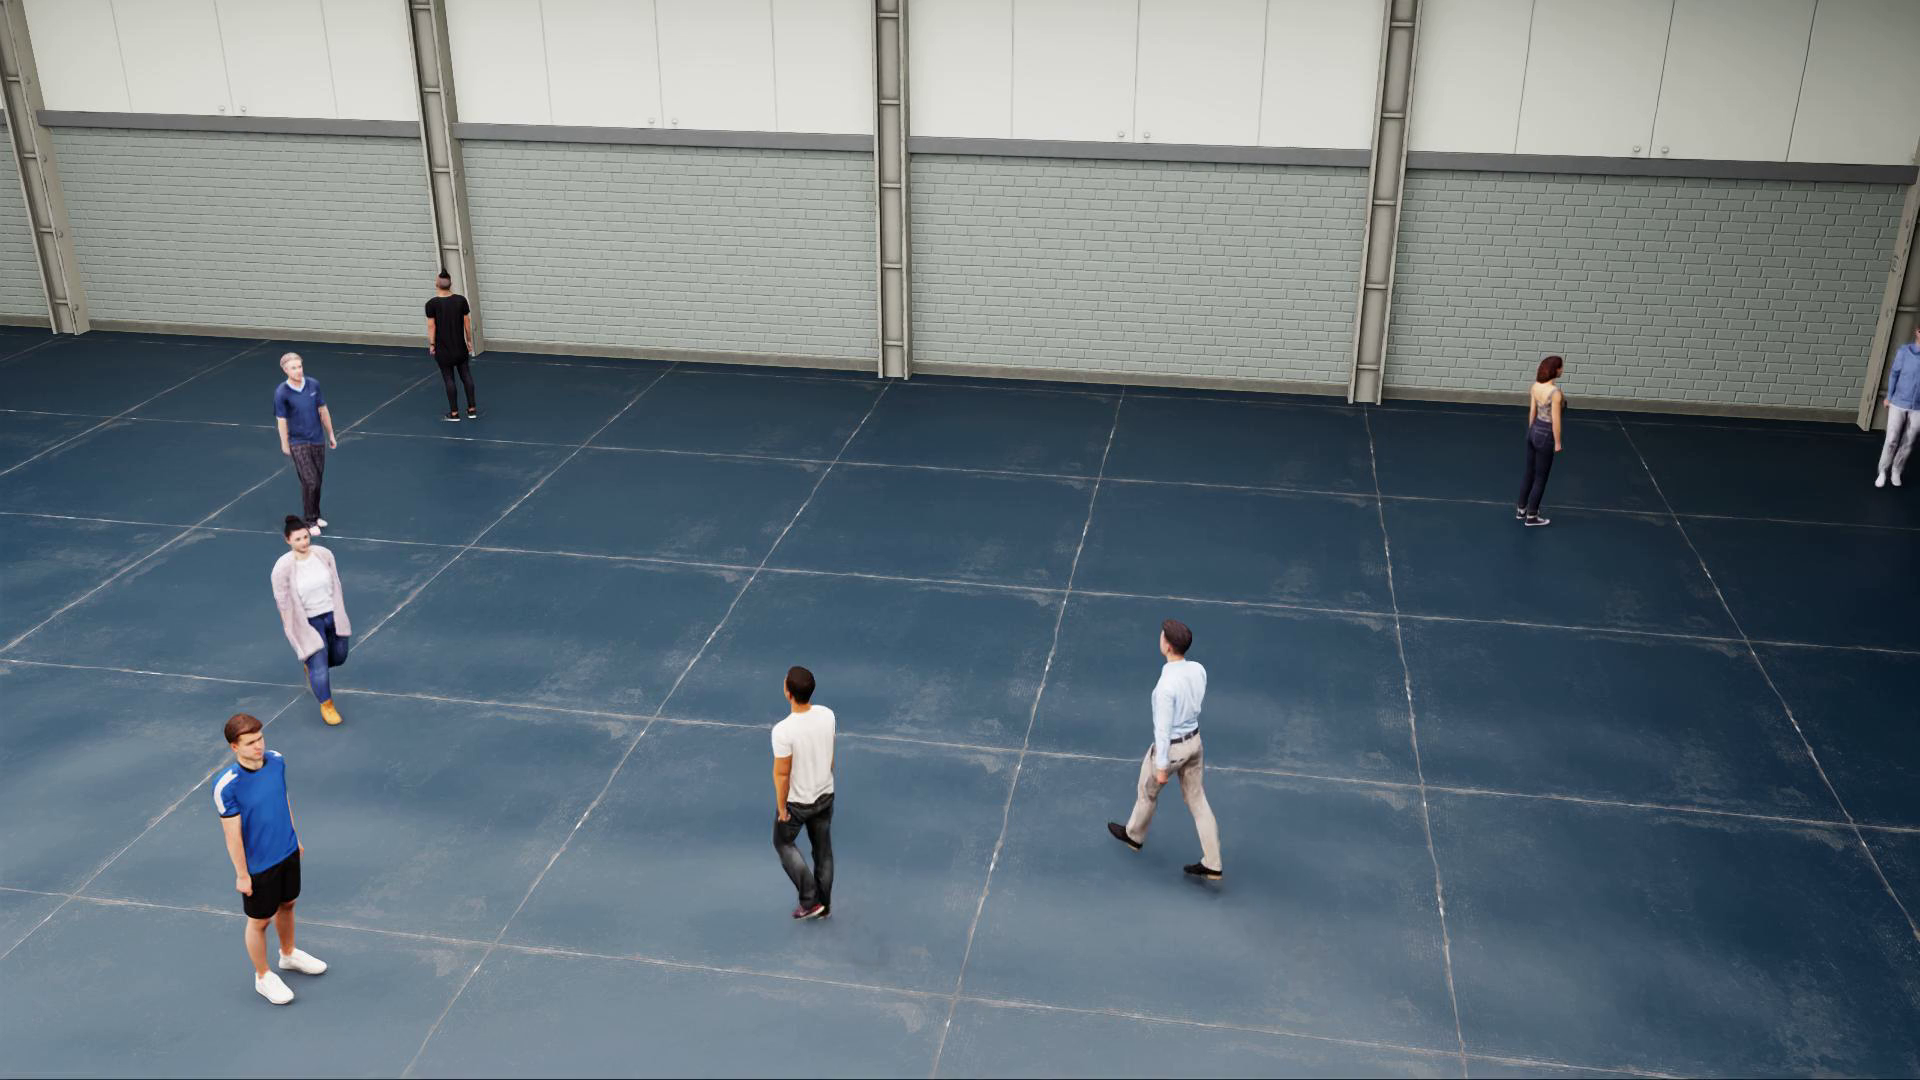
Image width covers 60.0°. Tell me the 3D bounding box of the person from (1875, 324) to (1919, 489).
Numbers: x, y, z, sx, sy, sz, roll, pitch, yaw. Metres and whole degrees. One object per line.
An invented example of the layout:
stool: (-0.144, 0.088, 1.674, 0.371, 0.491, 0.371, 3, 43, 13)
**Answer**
person: (10.199, -1.484, 17.822, 0.707, 1.860, 0.799, 10, 25, 22)

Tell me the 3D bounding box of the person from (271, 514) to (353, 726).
person: (-5.117, 0.595, 13.103, 1.044, 1.727, 0.938, 20, 30, 39)

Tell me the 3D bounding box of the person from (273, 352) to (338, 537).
person: (-6.605, -0.997, 16.684, 0.888, 1.855, 0.829, 16, 28, 34)

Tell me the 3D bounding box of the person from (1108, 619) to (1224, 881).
person: (1.492, 1.435, 11.017, 1.127, 1.813, 1.270, -20, 30, -38)

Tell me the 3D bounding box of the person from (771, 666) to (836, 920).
person: (-0.913, 1.652, 10.532, 0.806, 1.794, 0.860, -18, 29, -36)

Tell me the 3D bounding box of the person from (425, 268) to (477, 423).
person: (-6.064, -2.341, 19.834, 0.743, 1.863, 0.805, -15, 27, -31)

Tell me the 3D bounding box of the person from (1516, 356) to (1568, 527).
person: (5.874, -1.005, 16.809, 0.673, 1.770, 0.679, -7, 24, -15)

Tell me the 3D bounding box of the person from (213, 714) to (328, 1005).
person: (-4.157, 1.862, 9.946, 0.657, 1.865, 0.698, 9, 25, 20)
